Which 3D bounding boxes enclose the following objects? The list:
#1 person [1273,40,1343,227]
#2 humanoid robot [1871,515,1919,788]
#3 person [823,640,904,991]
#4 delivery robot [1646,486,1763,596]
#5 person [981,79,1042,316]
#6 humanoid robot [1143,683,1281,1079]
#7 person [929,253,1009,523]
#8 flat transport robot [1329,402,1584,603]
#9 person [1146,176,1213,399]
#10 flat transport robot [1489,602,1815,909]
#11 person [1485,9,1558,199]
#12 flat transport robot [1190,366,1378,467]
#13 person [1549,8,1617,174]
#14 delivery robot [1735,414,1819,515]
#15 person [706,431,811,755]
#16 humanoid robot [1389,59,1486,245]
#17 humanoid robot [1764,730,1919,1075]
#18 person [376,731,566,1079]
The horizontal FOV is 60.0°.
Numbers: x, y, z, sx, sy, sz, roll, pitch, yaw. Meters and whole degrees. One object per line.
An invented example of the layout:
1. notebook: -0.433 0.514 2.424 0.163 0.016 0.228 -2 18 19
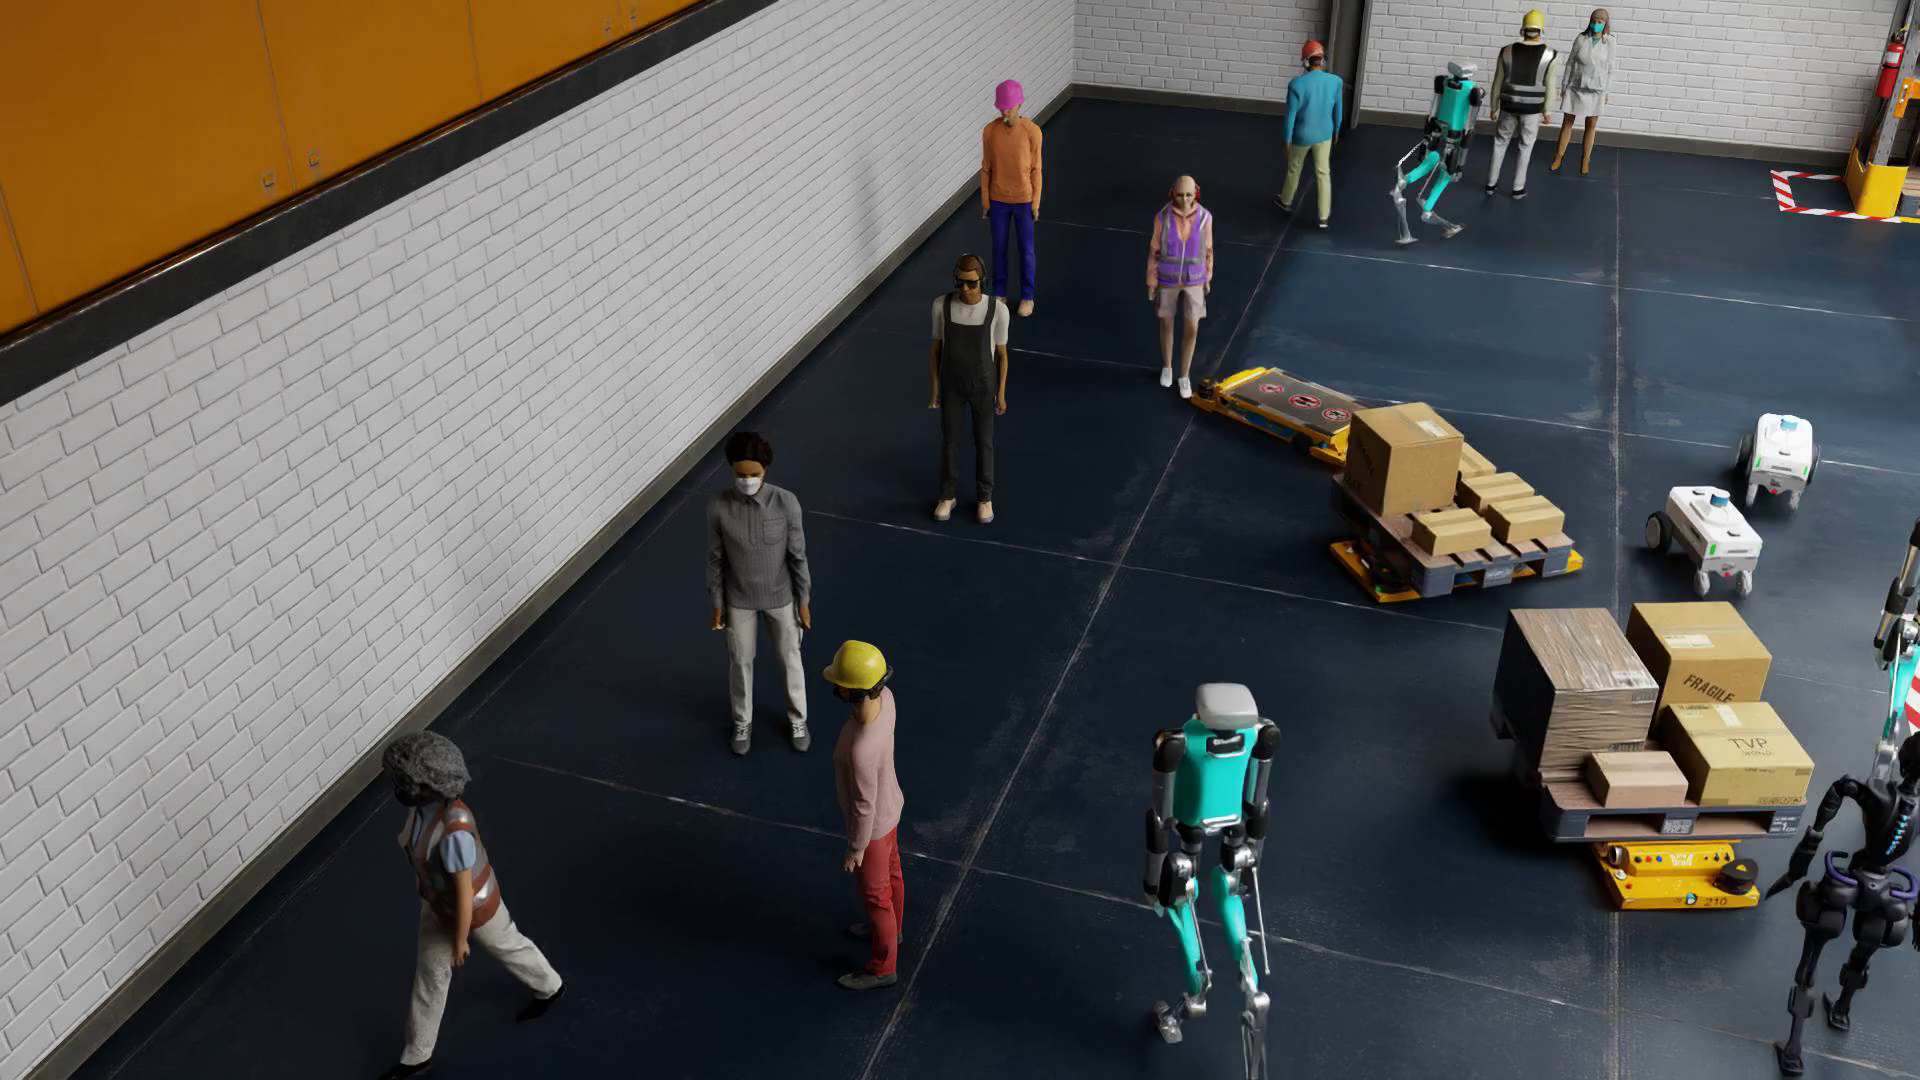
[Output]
1. person: 3.337 -3.864 15.797 0.616 1.684 0.931 -6 31 -9
2. humanoid robot: 4.733 0.669 8.105 0.539 1.862 0.688 14 33 22
3. person: -0.404 1.182 7.137 0.312 1.769 0.523 4 31 7
4. delivery robot: 4.691 -0.038 10.413 0.499 0.600 0.802 -1 30 -1
5. person: 0.418 -2.827 13.758 0.515 1.974 0.397 8 31 13
6. humanoid robot: 1.089 1.524 6.644 0.563 1.817 0.903 -8 31 -14
7. person: 0.055 -0.972 10.724 0.506 1.846 0.345 4 31 7
8. flat transport robot: 3.137 0.062 10.521 1.431 0.231 0.659 -9 32 -14
9. person: 1.636 -1.872 12.417 0.499 1.673 0.630 3 31 4
10. flat transport robot: 3.406 1.307 8.402 0.659 0.231 1.431 -1 30 -2
11. person: 5.523 -4.282 16.377 0.599 1.825 0.404 15 34 23
12. flat transport robot: 2.453 -0.943 12.230 0.659 0.231 1.431 -24 38 -35
13. person: 6.419 -4.600 17.076 0.495 1.659 0.336 13 33 21
14. delivery robot: 5.571 -0.565 11.297 0.499 0.587 0.788 13 33 21
15. person: -1.028 0.272 8.569 0.535 1.889 0.389 -1 30 -2
16. humanoid robot: 4.264 -3.430 15.023 1.027 1.731 0.549 -18 35 -28
17. humanoid robot: 3.667 1.434 6.825 0.616 1.641 0.613 11 32 19
18. person: -2.057 1.472 6.764 0.885 1.636 0.452 -26 39 -37
